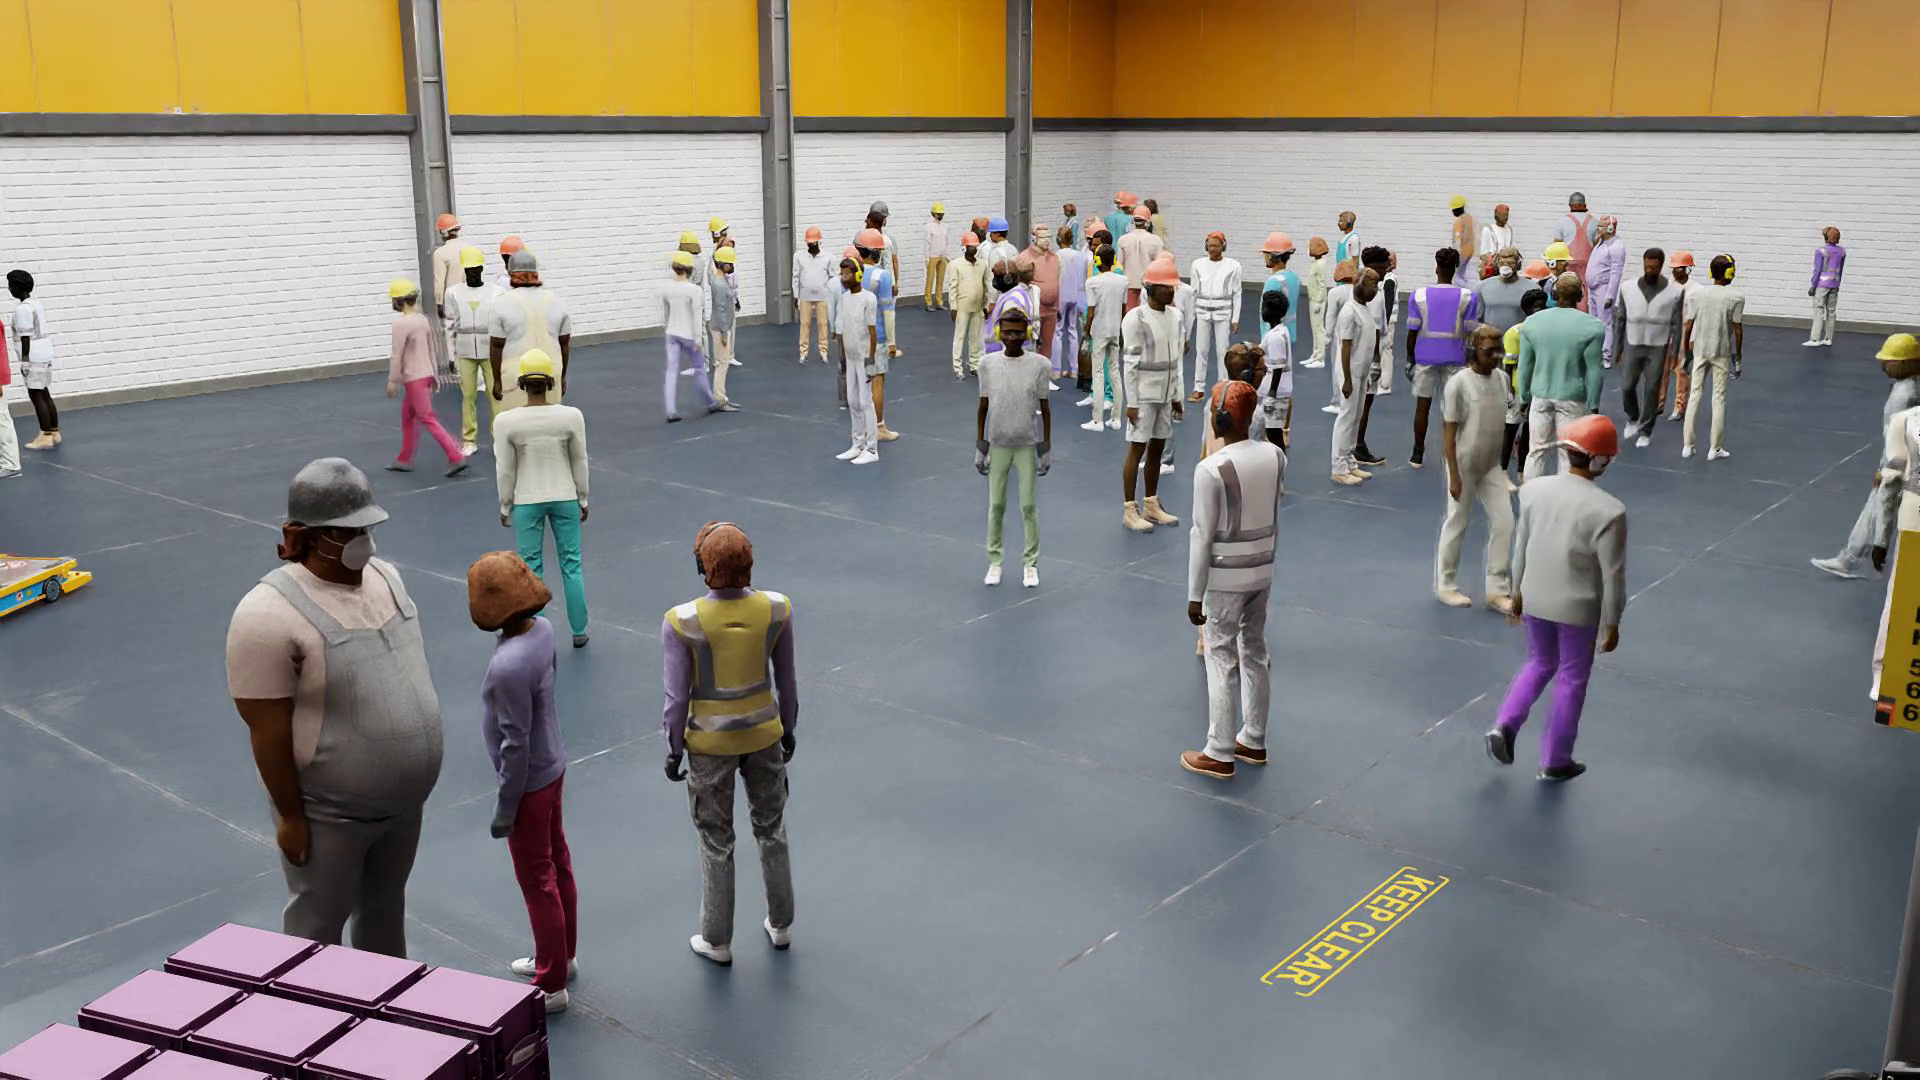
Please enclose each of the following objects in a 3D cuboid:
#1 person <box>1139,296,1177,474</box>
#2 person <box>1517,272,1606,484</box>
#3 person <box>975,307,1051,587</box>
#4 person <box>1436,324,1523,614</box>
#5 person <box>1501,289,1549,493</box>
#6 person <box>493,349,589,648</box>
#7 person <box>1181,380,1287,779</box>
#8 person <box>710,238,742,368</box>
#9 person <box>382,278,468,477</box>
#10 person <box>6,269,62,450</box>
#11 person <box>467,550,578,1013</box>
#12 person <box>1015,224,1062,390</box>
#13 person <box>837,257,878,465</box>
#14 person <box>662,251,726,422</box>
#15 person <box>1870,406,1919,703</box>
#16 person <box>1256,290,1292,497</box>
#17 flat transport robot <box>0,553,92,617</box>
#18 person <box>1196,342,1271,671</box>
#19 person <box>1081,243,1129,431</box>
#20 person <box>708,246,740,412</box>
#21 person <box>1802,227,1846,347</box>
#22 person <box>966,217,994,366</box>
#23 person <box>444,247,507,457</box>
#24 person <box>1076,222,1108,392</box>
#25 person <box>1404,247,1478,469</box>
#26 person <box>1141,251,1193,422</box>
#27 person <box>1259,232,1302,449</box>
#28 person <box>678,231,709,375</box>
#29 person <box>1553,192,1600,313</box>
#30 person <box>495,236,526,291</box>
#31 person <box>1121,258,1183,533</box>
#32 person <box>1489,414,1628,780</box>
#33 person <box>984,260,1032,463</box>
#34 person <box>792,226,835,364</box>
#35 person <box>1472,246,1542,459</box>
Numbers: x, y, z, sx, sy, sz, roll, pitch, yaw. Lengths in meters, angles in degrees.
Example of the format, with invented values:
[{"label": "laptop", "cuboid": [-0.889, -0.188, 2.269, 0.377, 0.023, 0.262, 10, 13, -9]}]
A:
[{"label": "person", "cuboid": [1.746, -1.391, 14.556, 0.274, 1.632, 0.503, -2, 14, -8]}, {"label": "person", "cuboid": [4.536, -1.055, 12.594, 0.635, 1.939, 0.361, 10, 17, 35]}, {"label": "person", "cuboid": [0.352, -0.610, 10.983, 0.509, 1.862, 0.326, 2, 14, 9]}, {"label": "person", "cuboid": [3.268, -0.420, 10.304, 0.539, 1.815, 0.749, -6, 15, -24]}, {"label": "person", "cuboid": [4.714, -1.238, 13.819, 0.542, 1.695, 0.316, -8, 16, -28]}, {"label": "person", "cuboid": [-2.402, -0.219, 9.610, 0.522, 1.768, 0.312, -6, 15, -21]}, {"label": "person", "cuboid": [1.278, 0.187, 7.772, 0.568, 1.878, 0.351, -11, 18, -37]}, {"label": "person", "cuboid": [-2.952, -2.976, 20.902, 0.321, 1.627, 0.509, 7, 16, 26]}, {"label": "person", "cuboid": [-4.682, -1.408, 14.437, 0.855, 1.726, 0.523, 2, 14, 7]}, {"label": "person", "cuboid": [-8.748, -1.708, 15.722, 0.320, 1.687, 0.539, -4, 15, -15]}, {"label": "person", "cuboid": [-1.491, 0.827, 5.694, 0.278, 1.633, 0.498, 0, 14, 0]}, {"label": "person", "cuboid": [0.923, -2.634, 18.973, 0.654, 1.906, 0.406, -12, 18, -40]}, {"label": "person", "cuboid": [-0.933, -1.616, 15.018, 0.346, 1.857, 0.523, -11, 18, -37]}, {"label": "person", "cuboid": [-2.807, -2.111, 17.214, 0.536, 1.722, 0.883, 7, 16, 26]}, {"label": "person", "cuboid": [5.103, -0.049, 8.653, 0.605, 1.905, 0.479, 8, 16, 29]}, {"label": "person", "cuboid": [2.573, -1.205, 13.686, 0.317, 1.695, 0.540, 3, 14, 12]}, {"label": "flat transport robot", "cuboid": [-6.170, 0.344, 10.387, 0.652, 0.197, 1.431, 2, 14, 6]}, {"label": "person", "cuboid": [1.540, -0.189, 9.326, 0.342, 1.845, 0.506, -7, 16, -25]}, {"label": "person", "cuboid": [1.437, -2.016, 16.590, 0.513, 1.865, 0.328, -8, 16, -29]}, {"label": "person", "cuboid": [-2.500, -2.235, 17.688, 0.342, 1.756, 0.534, -1, 14, -5]}, {"label": "person", "cuboid": [11.914, -3.479, 22.888, 0.523, 1.640, 0.306, -5, 15, -20]}, {"label": "person", "cuboid": [0.274, -3.078, 20.795, 0.356, 1.883, 0.573, -2, 14, -7]}, {"label": "person", "cuboid": [-4.417, -1.720, 15.275, 0.585, 1.928, 0.368, -2, 14, -7]}, {"label": "person", "cuboid": [1.530, -2.650, 19.002, 0.377, 1.930, 0.540, -3, 14, -10]}, {"label": "person", "cuboid": [4.252, -1.605, 14.739, 0.610, 1.965, 0.363, 4, 14, 14]}, {"label": "person", "cuboid": [2.101, -2.074, 17.039, 0.560, 1.753, 0.328, -1, 14, -5]}, {"label": "person", "cuboid": [2.927, -1.829, 15.475, 0.378, 2.045, 0.605, 8, 16, 30]}, {"label": "person", "cuboid": [-3.286, -2.899, 20.362, 0.308, 1.743, 0.494, 4, 15, 15]}, {"label": "person", "cuboid": [9.239, -4.230, 25.075, 0.683, 2.000, 0.535, 0, 14, -1]}, {"label": "person", "cuboid": [-4.450, -2.071, 16.682, 0.376, 1.934, 0.546, -1, 14, -4]}, {"label": "person", "cuboid": [1.471, -1.088, 12.514, 0.608, 2.046, 0.390, -13, 19, -41]}, {"label": "person", "cuboid": [2.769, 0.283, 7.644, 0.477, 1.736, 0.589, -9, 17, -33]}, {"label": "person", "cuboid": [0.433, -1.607, 15.026, 0.429, 1.837, 0.623, 1, 14, 4]}, {"label": "person", "cuboid": [-1.866, -3.126, 21.261, 0.560, 1.744, 0.338, -1, 14, -5]}, {"label": "person", "cuboid": [4.963, -1.713, 15.226, 0.635, 1.937, 0.354, 6, 15, 22]}]
